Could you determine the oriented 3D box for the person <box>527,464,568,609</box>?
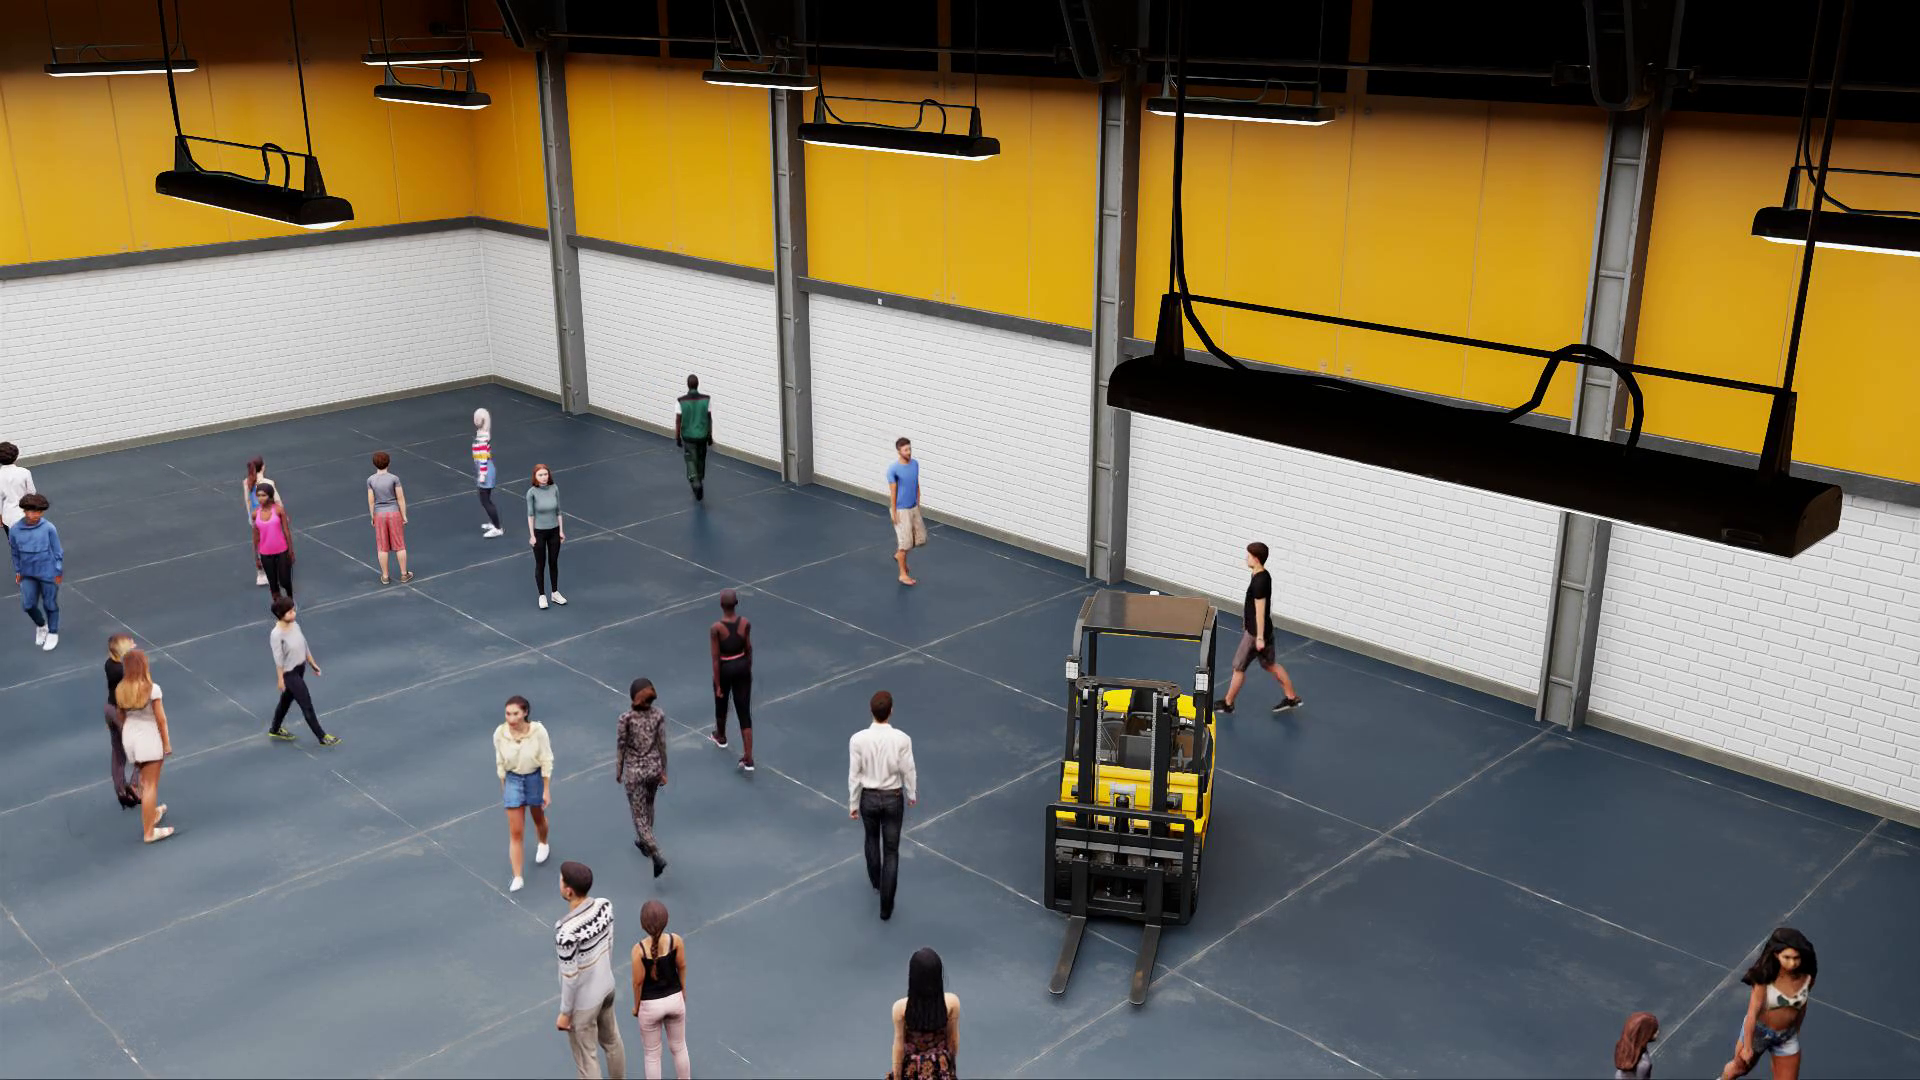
[{"bbox_3d":[-4.895,-0.063,19.680,0.615,1.743,0.572,-14,23,-35],"label":"person"}]

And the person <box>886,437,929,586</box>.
[{"bbox_3d":[-0.732,-0.387,20.483,0.649,1.844,0.744,-17,25,-41],"label":"person"}]

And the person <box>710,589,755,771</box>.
[{"bbox_3d":[-2.089,1.341,15.571,0.875,1.704,1.271,-9,21,-25],"label":"person"}]

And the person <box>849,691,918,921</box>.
[{"bbox_3d":[-0.613,2.116,13.052,1.029,1.845,1.067,2,19,5],"label":"person"}]

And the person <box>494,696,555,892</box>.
[{"bbox_3d":[-3.553,2.022,13.743,1.074,1.581,1.181,-1,19,-4],"label":"person"}]

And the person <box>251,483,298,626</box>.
[{"bbox_3d":[-7.852,0.138,19.127,0.736,1.715,0.799,-2,19,-7],"label":"person"}]

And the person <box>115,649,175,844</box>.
[{"bbox_3d":[-7.049,1.786,14.312,0.843,1.666,0.865,5,19,16],"label":"person"}]

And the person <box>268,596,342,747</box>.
[{"bbox_3d":[-6.519,1.277,16.061,1.084,1.513,0.967,2,19,6],"label":"person"}]

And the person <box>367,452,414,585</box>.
[{"bbox_3d":[-7.040,-0.276,20.457,0.662,1.651,0.689,-4,19,-11],"label":"person"}]

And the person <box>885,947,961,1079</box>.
[{"bbox_3d":[-0.181,3.255,9.807,0.813,1.756,0.878,-3,19,-8],"label":"person"}]

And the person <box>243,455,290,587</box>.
[{"bbox_3d":[-8.582,-0.214,20.379,0.946,1.583,0.871,7,20,21],"label":"person"}]

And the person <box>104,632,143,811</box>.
[{"bbox_3d":[-7.486,1.641,14.763,0.625,1.652,0.755,11,21,29],"label":"person"}]

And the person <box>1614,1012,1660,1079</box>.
[{"bbox_3d":[4.178,3.411,10.362,0.579,1.107,0.529,1,19,4],"label":"person"}]

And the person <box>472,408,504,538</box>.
[{"bbox_3d":[-6.289,-0.897,22.099,0.841,1.779,0.677,-1,19,-2],"label":"person"}]

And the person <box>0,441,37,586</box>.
[{"bbox_3d":[-11.523,-0.323,20.348,0.693,1.809,0.668,-10,21,-26],"label":"person"}]

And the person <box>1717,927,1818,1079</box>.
[{"bbox_3d":[5.047,3.120,10.480,0.997,1.582,1.076,-1,19,-2],"label":"person"}]

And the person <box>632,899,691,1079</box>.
[{"bbox_3d":[-1.941,3.019,10.810,0.584,1.563,0.598,-10,21,-26],"label":"person"}]

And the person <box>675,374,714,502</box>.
[{"bbox_3d":[-3.748,-1.430,23.617,0.960,1.821,1.153,-6,20,-18],"label":"person"}]

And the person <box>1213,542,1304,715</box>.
[{"bbox_3d":[3.077,0.922,16.630,1.320,1.824,1.122,4,19,13],"label":"person"}]

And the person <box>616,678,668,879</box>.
[{"bbox_3d":[-2.602,1.968,13.727,0.732,1.693,1.125,-11,22,-30],"label":"person"}]

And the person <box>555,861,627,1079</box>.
[{"bbox_3d":[-2.384,2.902,10.689,0.719,1.862,0.761,7,20,21],"label":"person"}]

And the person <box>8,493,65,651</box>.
[{"bbox_3d":[-10.183,0.325,18.462,0.820,1.786,0.852,-2,19,-6],"label":"person"}]
